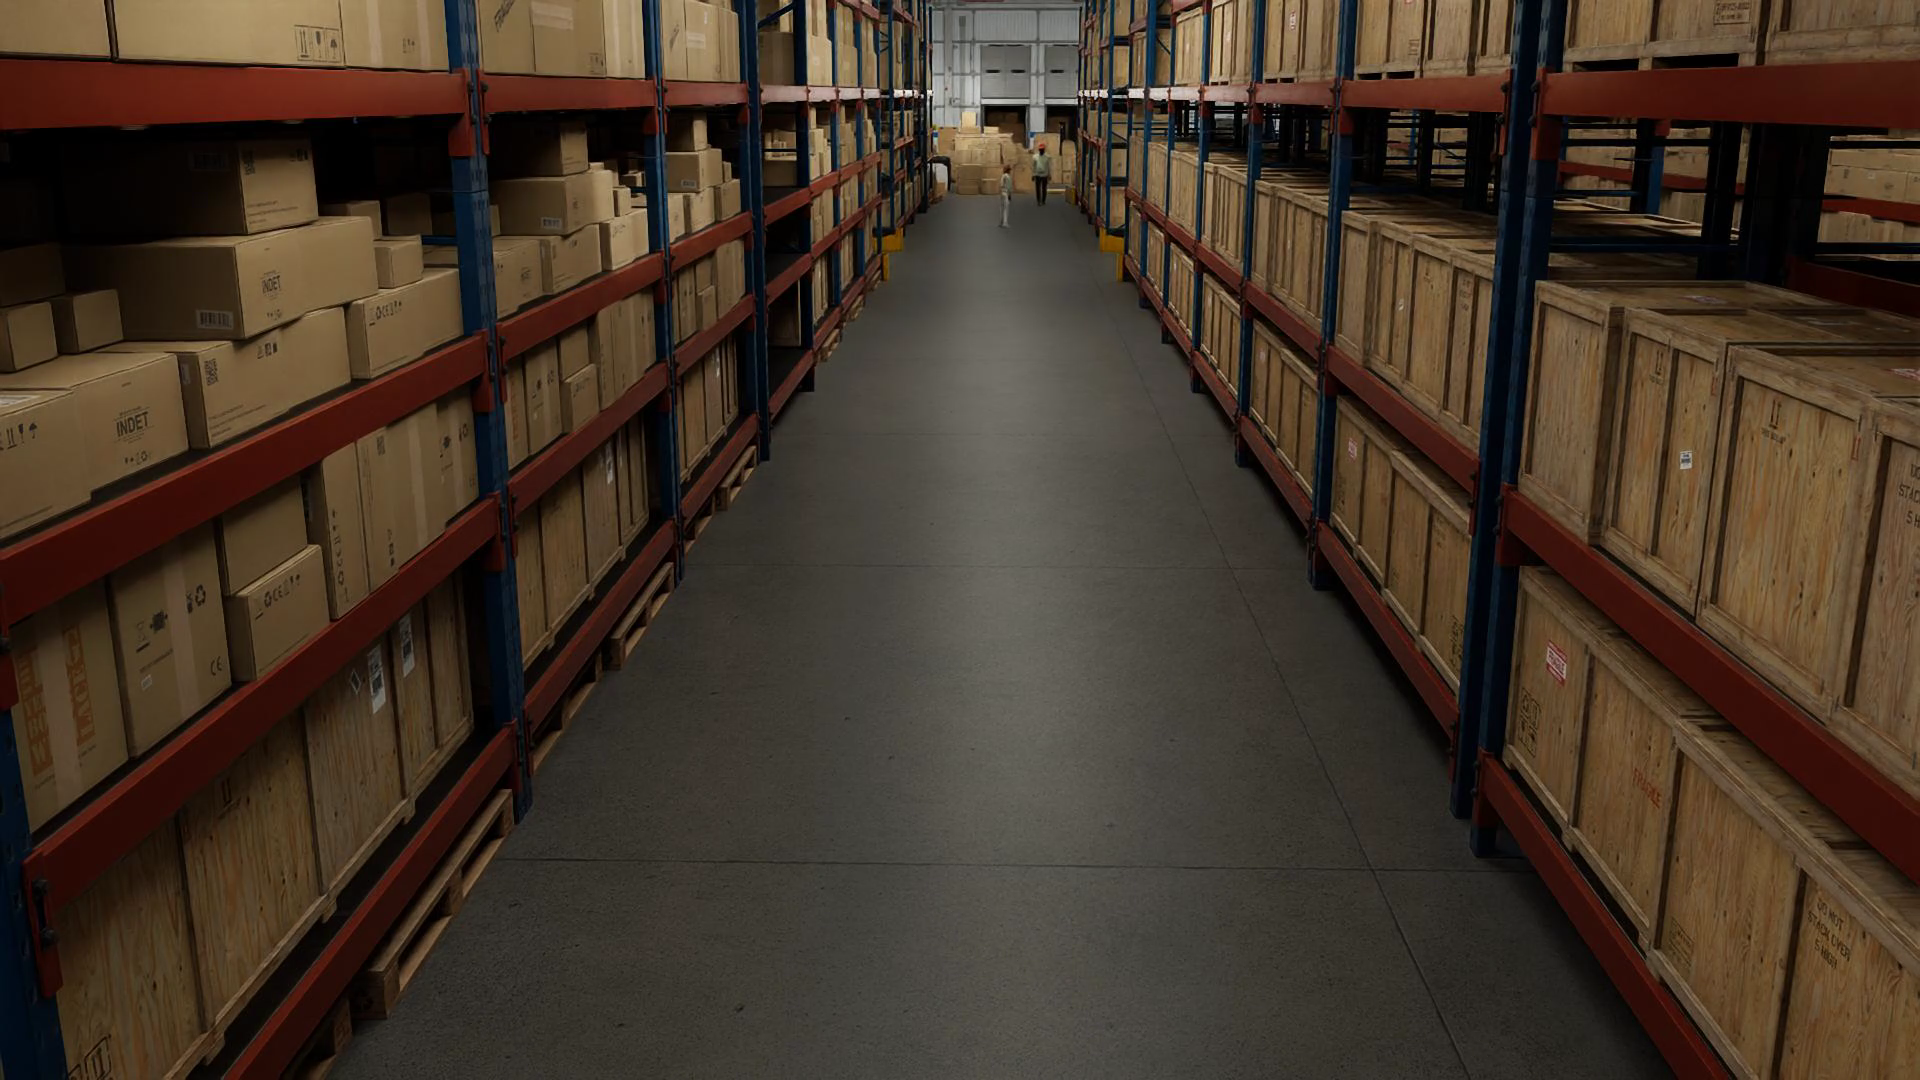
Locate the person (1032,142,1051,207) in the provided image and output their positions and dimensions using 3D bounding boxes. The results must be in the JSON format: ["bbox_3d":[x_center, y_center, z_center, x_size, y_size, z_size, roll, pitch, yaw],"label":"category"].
[{"bbox_3d":[2.551,-11.478,52.214,0.619,1.976,0.643,1,15,3],"label":"person"}]

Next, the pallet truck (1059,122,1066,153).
[{"bbox_3d":[5.788,-21.111,88.014,1.885,1.965,0.823,5,16,18],"label":"pallet truck"}]

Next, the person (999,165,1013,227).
[{"bbox_3d":[1.218,-9.104,44.034,0.314,1.632,0.516,-4,15,-14],"label":"person"}]
